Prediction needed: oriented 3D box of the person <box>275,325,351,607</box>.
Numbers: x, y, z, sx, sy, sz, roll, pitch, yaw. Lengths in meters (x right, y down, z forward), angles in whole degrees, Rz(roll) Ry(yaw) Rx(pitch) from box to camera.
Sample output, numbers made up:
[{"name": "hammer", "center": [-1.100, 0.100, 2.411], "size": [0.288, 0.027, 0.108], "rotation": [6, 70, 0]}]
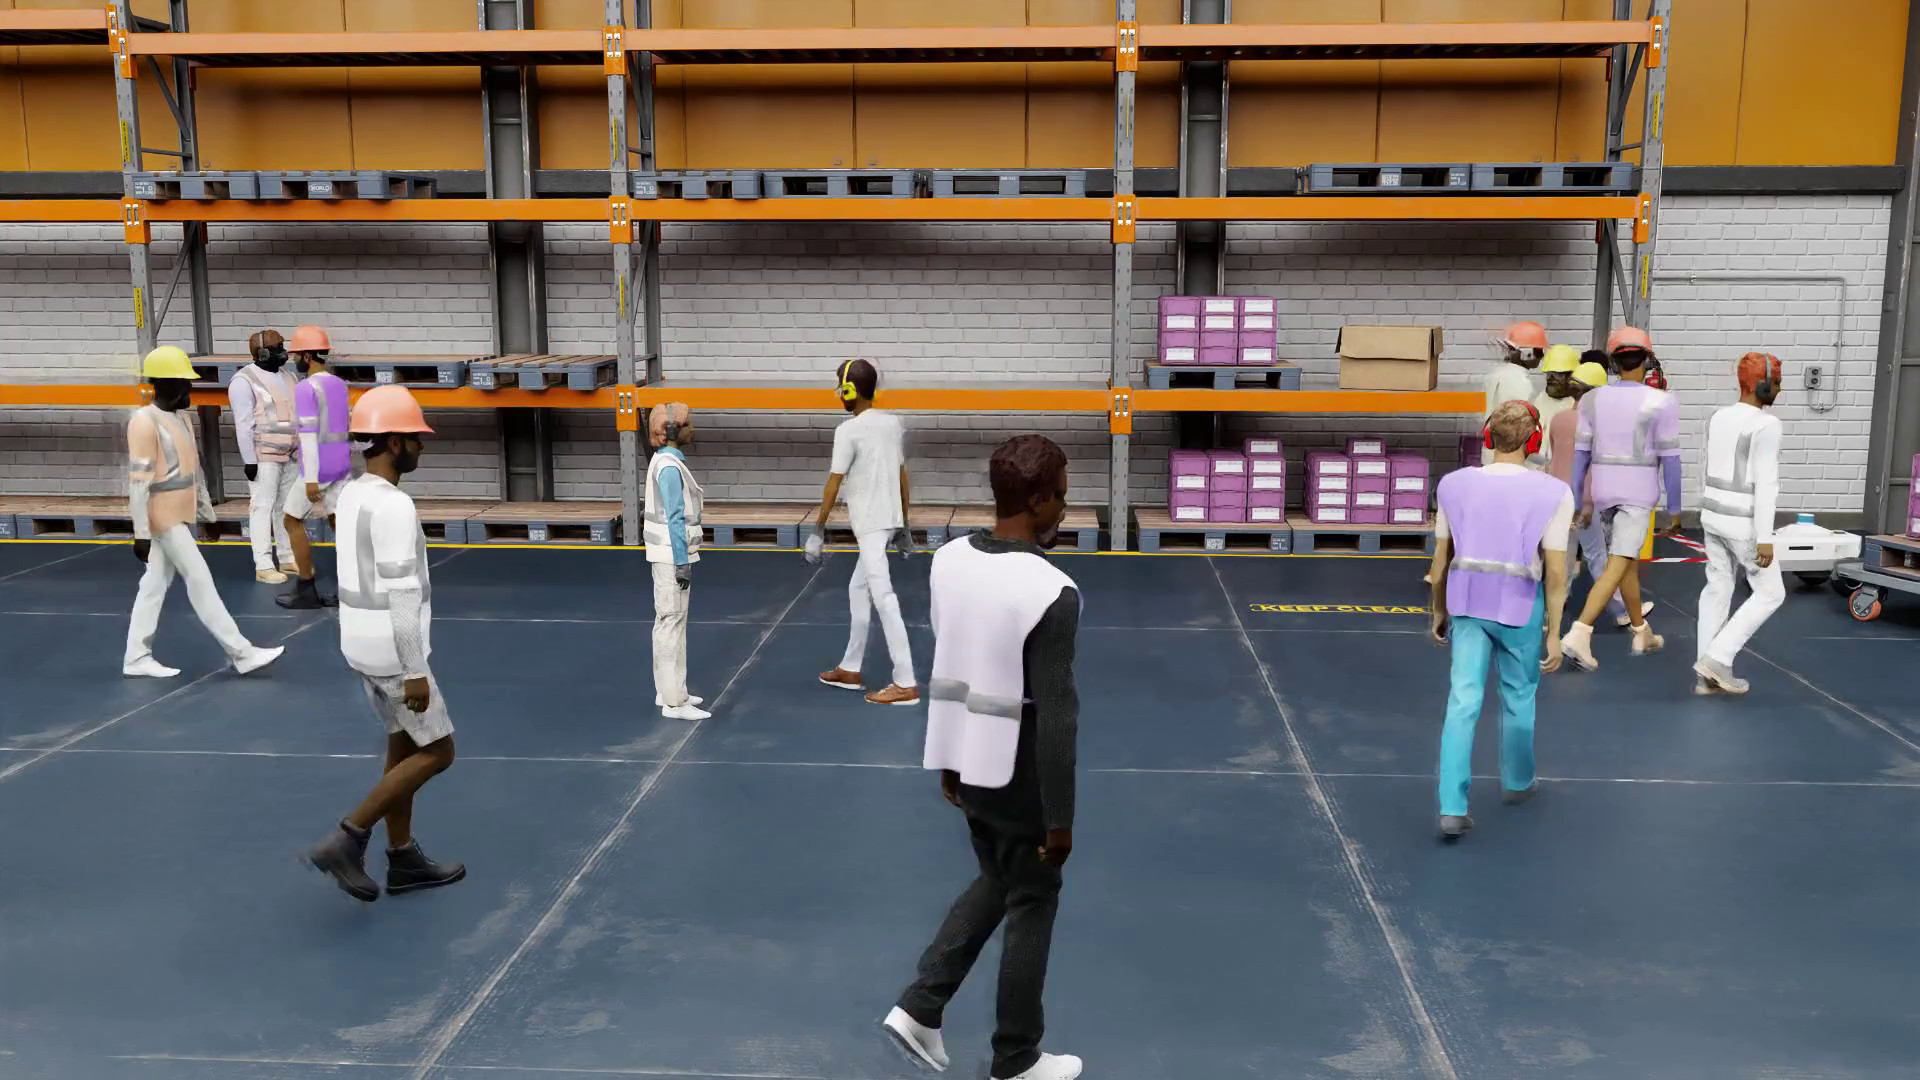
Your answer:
[{"name": "person", "center": [-4.386, -0.482, 11.215], "size": [0.707, 1.914, 0.582], "rotation": [2, 10, 12]}]

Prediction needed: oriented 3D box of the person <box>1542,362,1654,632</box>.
[{"name": "person", "center": [3.921, -0.253, 10.469], "size": [0.933, 1.716, 0.530], "rotation": [-3, 10, -17]}]

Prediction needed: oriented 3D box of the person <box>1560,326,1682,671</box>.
[{"name": "person", "center": [3.833, -0.252, 9.694], "size": [1.065, 1.986, 0.617], "rotation": [-6, 12, -33]}]

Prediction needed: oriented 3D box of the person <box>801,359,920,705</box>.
[{"name": "person", "center": [-0.555, -0.043, 8.890], "size": [0.832, 1.826, 0.551], "rotation": [6, 11, 30]}]

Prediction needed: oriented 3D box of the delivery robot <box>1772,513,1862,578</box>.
[{"name": "delivery robot", "center": [5.975, 0.056, 11.782], "size": [0.707, 0.478, 0.477], "rotation": [-1, 10, -5]}]

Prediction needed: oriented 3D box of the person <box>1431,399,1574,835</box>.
[{"name": "person", "center": [2.245, 0.309, 6.954], "size": [0.581, 1.799, 0.955], "rotation": [6, 11, 32]}]

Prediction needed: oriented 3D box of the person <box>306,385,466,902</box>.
[{"name": "person", "center": [-2.104, 0.400, 6.053], "size": [0.505, 1.918, 0.562], "rotation": [-7, 12, -35]}]

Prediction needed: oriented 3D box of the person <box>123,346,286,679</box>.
[{"name": "person", "center": [-4.299, -0.137, 9.297], "size": [0.954, 1.876, 0.612], "rotation": [-1, 10, -6]}]

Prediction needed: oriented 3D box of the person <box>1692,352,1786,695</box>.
[{"name": "person", "center": [4.193, -0.067, 8.920], "size": [0.412, 1.872, 0.619], "rotation": [-2, 10, -10]}]

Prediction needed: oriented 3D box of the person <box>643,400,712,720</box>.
[{"name": "person", "center": [-1.476, 0.107, 8.591], "size": [0.308, 1.639, 0.514], "rotation": [-3, 10, -16]}]

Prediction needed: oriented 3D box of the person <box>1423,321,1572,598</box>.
[{"name": "person", "center": [3.729, -0.536, 11.508], "size": [1.022, 1.950, 0.619], "rotation": [-2, 10, -9]}]

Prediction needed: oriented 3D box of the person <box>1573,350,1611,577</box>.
[{"name": "person", "center": [4.680, -0.562, 12.350], "size": [0.536, 1.690, 0.323], "rotation": [-1, 10, -6]}]

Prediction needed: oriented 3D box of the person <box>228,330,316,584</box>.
[{"name": "person", "center": [-5.032, -0.615, 12.219], "size": [0.429, 1.846, 0.630], "rotation": [3, 10, 16]}]

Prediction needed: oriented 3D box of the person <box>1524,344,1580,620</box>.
[{"name": "person", "center": [3.928, -0.378, 10.926], "size": [0.595, 1.818, 0.413], "rotation": [9, 13, 42]}]

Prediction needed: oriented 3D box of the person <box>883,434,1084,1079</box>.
[{"name": "person", "center": [0.101, 0.651, 4.631], "size": [0.487, 1.898, 0.618], "rotation": [-7, 12, -35]}]
